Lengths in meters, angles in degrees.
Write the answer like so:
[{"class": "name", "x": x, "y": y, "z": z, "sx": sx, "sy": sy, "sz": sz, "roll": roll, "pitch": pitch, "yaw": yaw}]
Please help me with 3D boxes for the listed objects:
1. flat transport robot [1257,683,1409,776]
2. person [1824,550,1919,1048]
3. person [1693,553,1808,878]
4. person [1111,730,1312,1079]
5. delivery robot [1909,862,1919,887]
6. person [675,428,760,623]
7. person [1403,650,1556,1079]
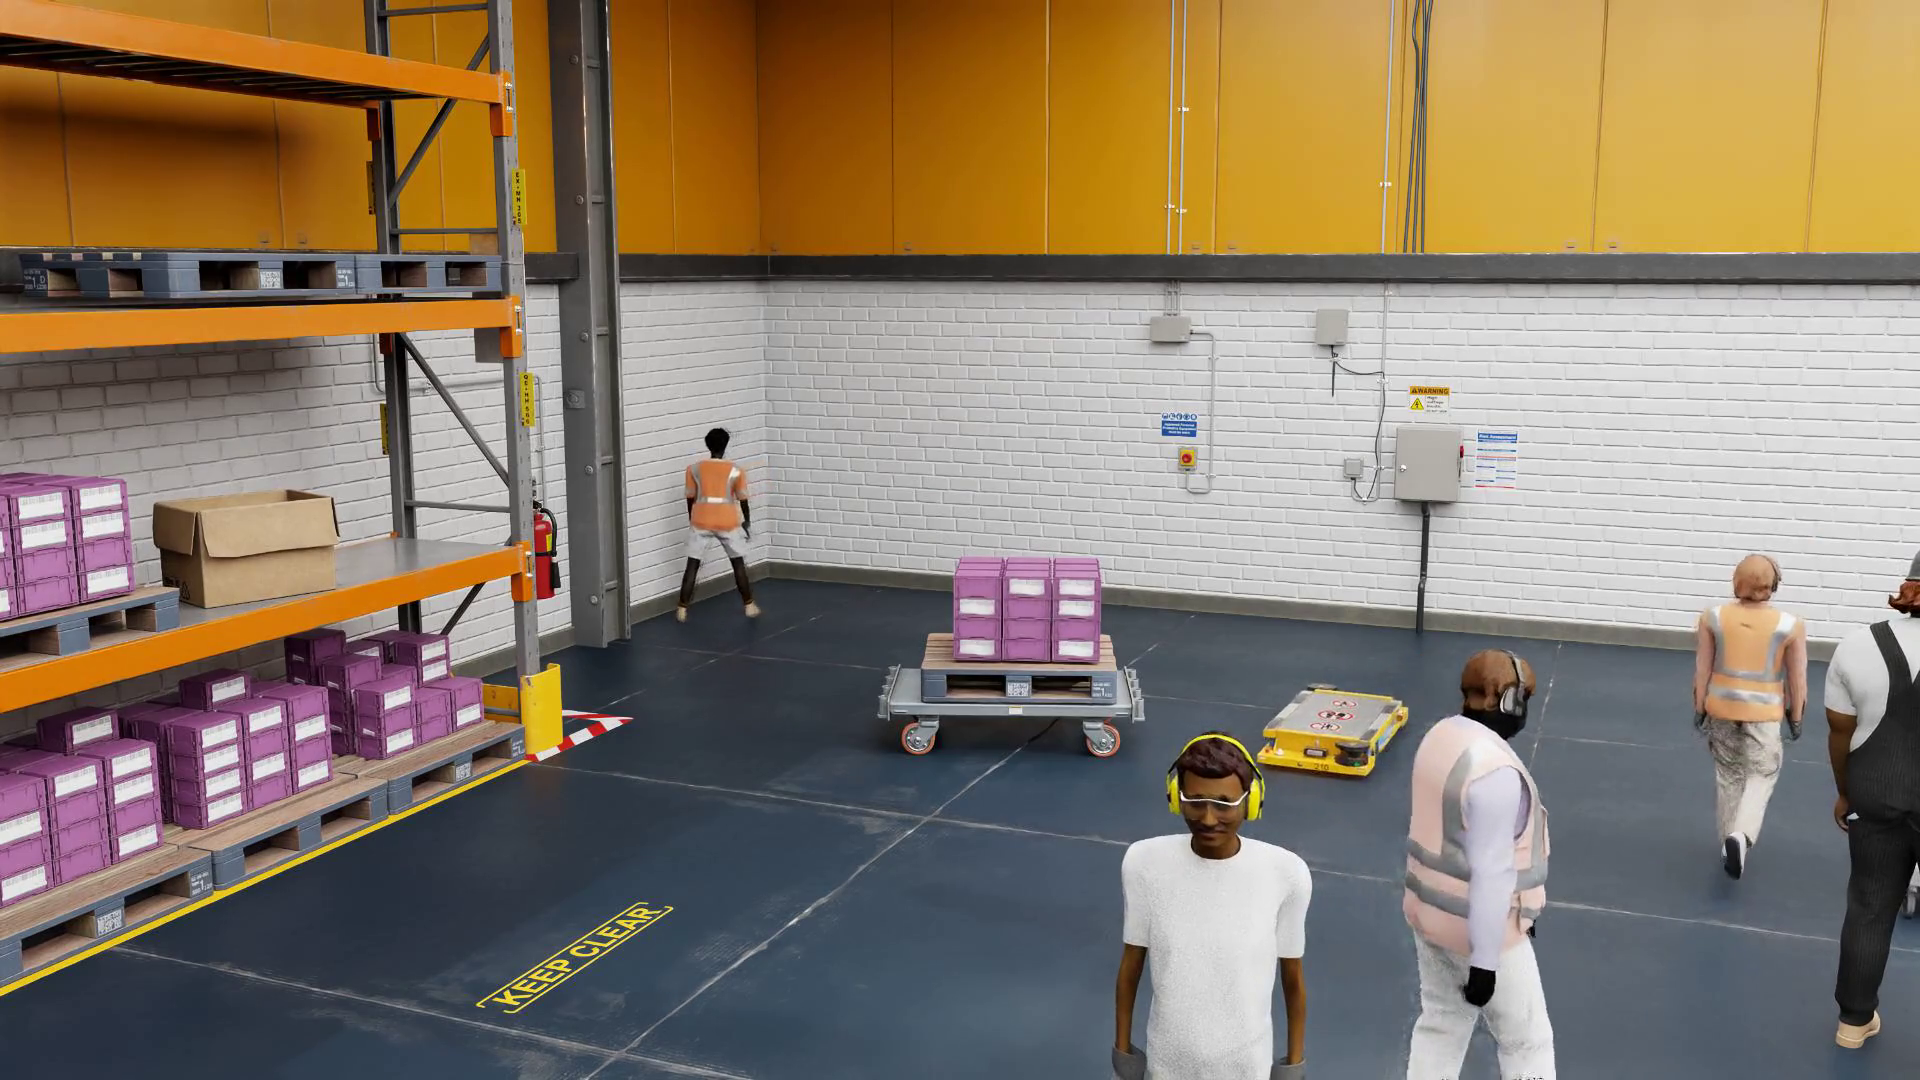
[{"class": "flat transport robot", "x": 2.377, "y": 1.177, "z": 10.499, "sx": 0.652, "sy": 0.197, "sz": 1.431, "roll": 4, "pitch": 10, "yaw": 24}, {"class": "person", "x": 3.677, "y": 0.984, "z": 6.322, "sx": 0.535, "sy": 2.000, "sz": 0.673, "roll": -8, "pitch": 12, "yaw": -40}, {"class": "person", "x": 3.904, "y": 0.877, "z": 8.282, "sx": 0.521, "sy": 1.616, "sz": 0.666, "roll": 7, "pitch": 12, "yaw": 37}, {"class": "person", "x": 0.648, "y": 1.398, "z": 4.344, "sx": 0.533, "sy": 1.864, "sz": 0.310, "roll": 2, "pitch": 10, "yaw": 12}, {"class": "delivery robot", "x": 4.674, "y": 1.455, "z": 7.674, "sx": 0.707, "sy": 0.478, "sz": 0.477, "roll": 5, "pitch": 11, "yaw": 28}, {"class": "person", "x": -2.069, "y": -0.123, "z": 14.230, "sx": 0.720, "sy": 1.652, "sz": 0.474, "roll": -1, "pitch": 9, "yaw": -6}, {"class": "person", "x": 1.771, "y": 1.254, "z": 5.422, "sx": 0.732, "sy": 1.802, "sz": 0.660, "roll": -1, "pitch": 9, "yaw": -7}]
